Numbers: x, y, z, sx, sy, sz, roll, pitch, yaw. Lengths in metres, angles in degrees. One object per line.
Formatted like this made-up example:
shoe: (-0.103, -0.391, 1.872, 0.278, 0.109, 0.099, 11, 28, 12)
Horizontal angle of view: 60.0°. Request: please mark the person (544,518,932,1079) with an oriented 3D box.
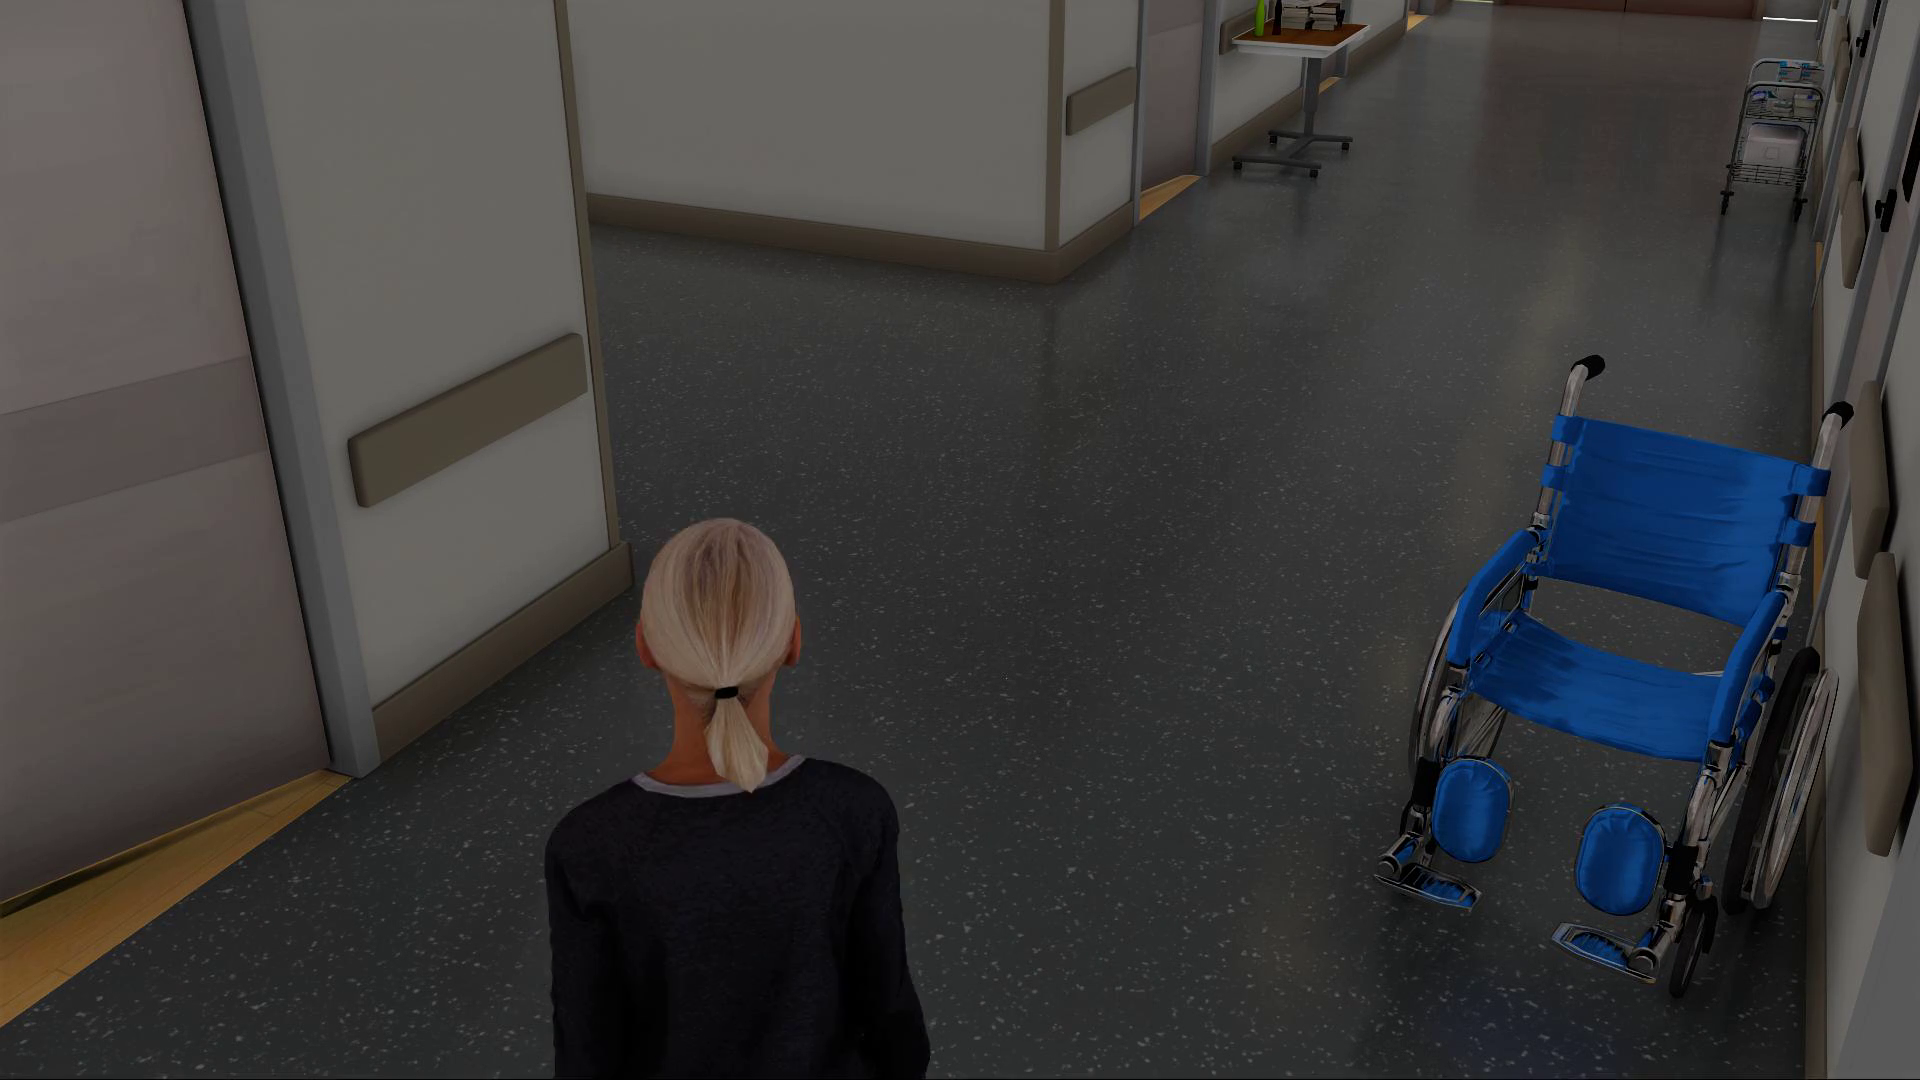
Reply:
person: (-0.261, 0.805, 2.060, 0.789, 1.712, 0.840, -5, 26, -10)
